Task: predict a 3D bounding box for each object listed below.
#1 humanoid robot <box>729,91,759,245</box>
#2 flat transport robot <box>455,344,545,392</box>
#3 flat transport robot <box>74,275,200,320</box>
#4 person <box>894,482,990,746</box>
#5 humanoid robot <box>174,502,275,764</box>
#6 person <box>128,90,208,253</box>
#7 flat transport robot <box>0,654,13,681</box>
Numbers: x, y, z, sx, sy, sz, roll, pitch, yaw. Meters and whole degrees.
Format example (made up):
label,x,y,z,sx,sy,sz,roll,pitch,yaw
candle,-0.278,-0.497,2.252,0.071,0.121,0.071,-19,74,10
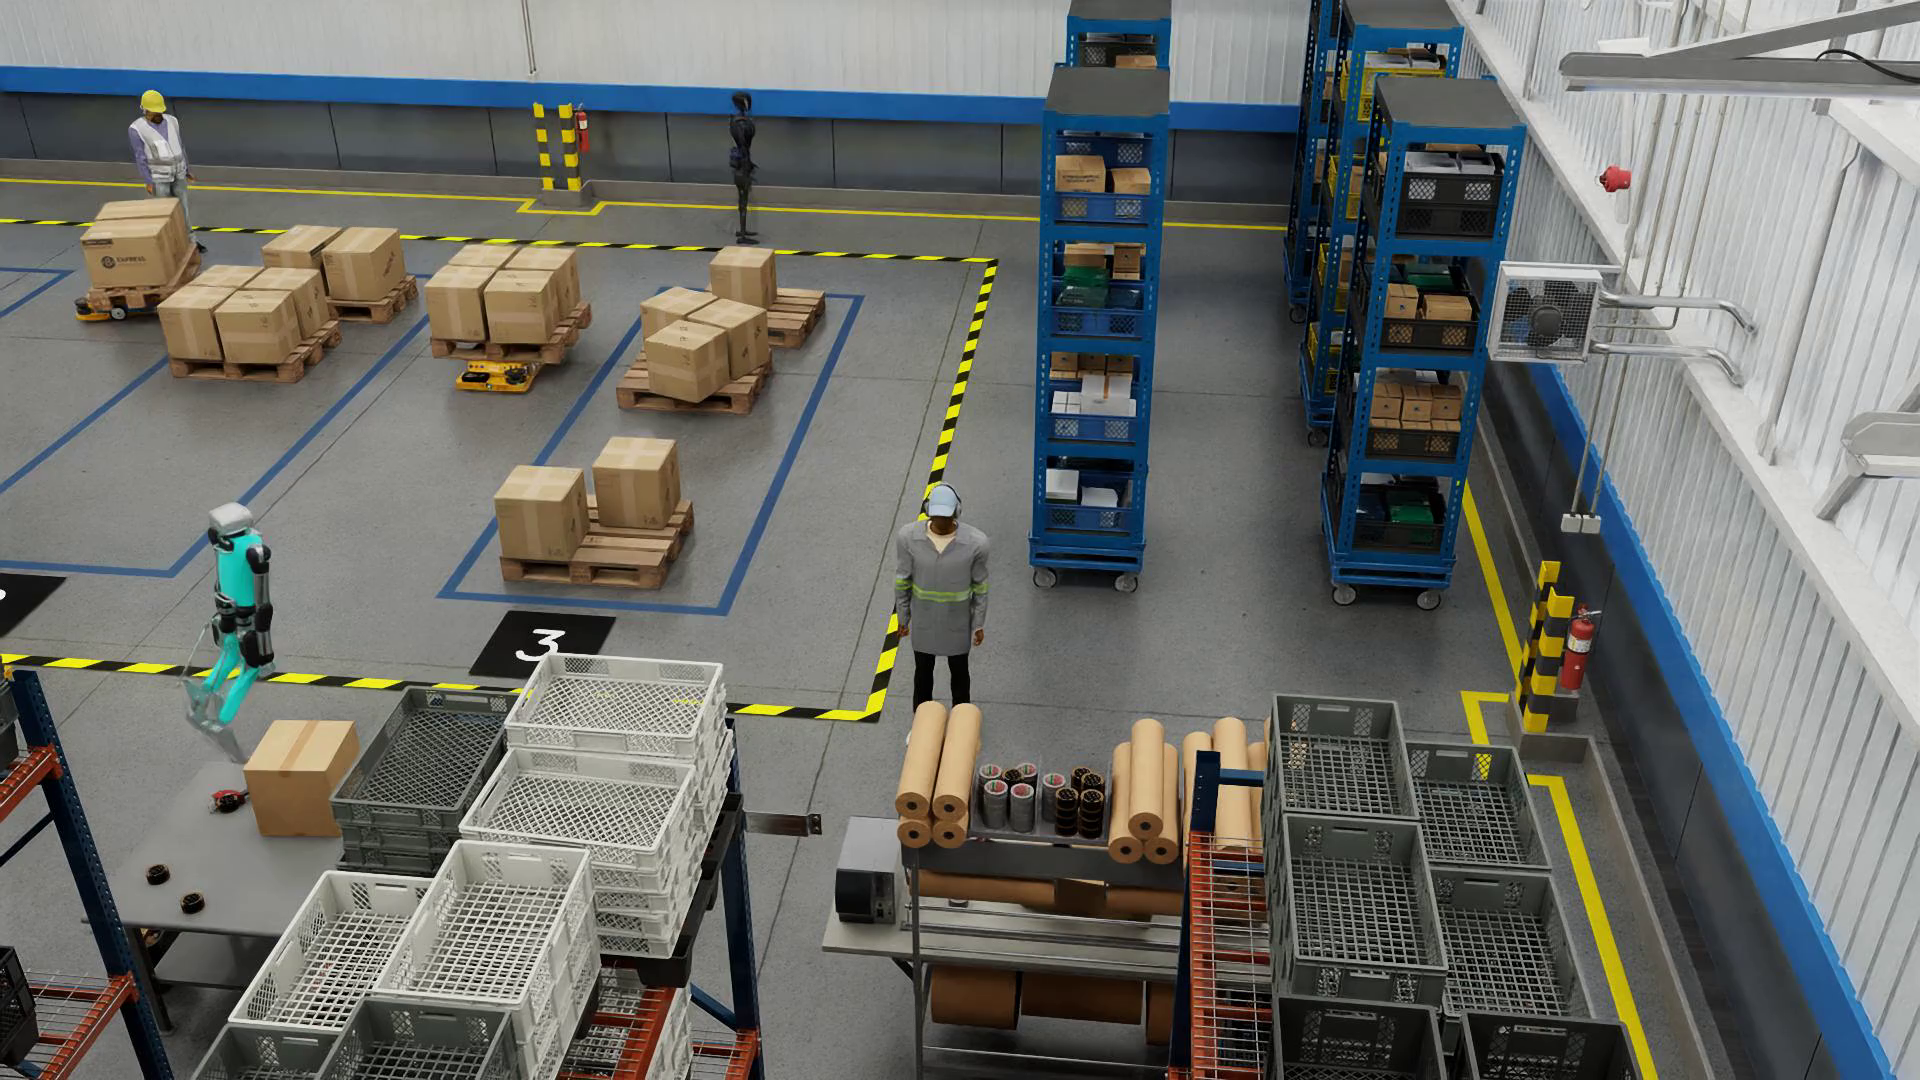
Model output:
label,x,y,z,sx,sy,sz,roll,pitch,yaw
humanoid robot,-2.378,-4.124,18.341,0.315,1.657,0.599,-2,30,-4
flat transport robot,-4.206,-1.792,15.723,0.652,0.197,1.431,3,30,6
flat transport robot,-8.172,-2.494,16.930,1.431,0.197,0.652,-6,31,-10
person,-0.117,0.477,10.281,0.589,1.852,0.365,3,30,6
humanoid robot,-4.461,0.703,10.035,0.535,1.792,0.810,22,37,33
person,-8.516,-3.928,17.876,0.404,1.821,0.586,17,34,26
flat transport robot,-7.142,0.969,11.010,1.431,0.231,0.659,3,30,6
